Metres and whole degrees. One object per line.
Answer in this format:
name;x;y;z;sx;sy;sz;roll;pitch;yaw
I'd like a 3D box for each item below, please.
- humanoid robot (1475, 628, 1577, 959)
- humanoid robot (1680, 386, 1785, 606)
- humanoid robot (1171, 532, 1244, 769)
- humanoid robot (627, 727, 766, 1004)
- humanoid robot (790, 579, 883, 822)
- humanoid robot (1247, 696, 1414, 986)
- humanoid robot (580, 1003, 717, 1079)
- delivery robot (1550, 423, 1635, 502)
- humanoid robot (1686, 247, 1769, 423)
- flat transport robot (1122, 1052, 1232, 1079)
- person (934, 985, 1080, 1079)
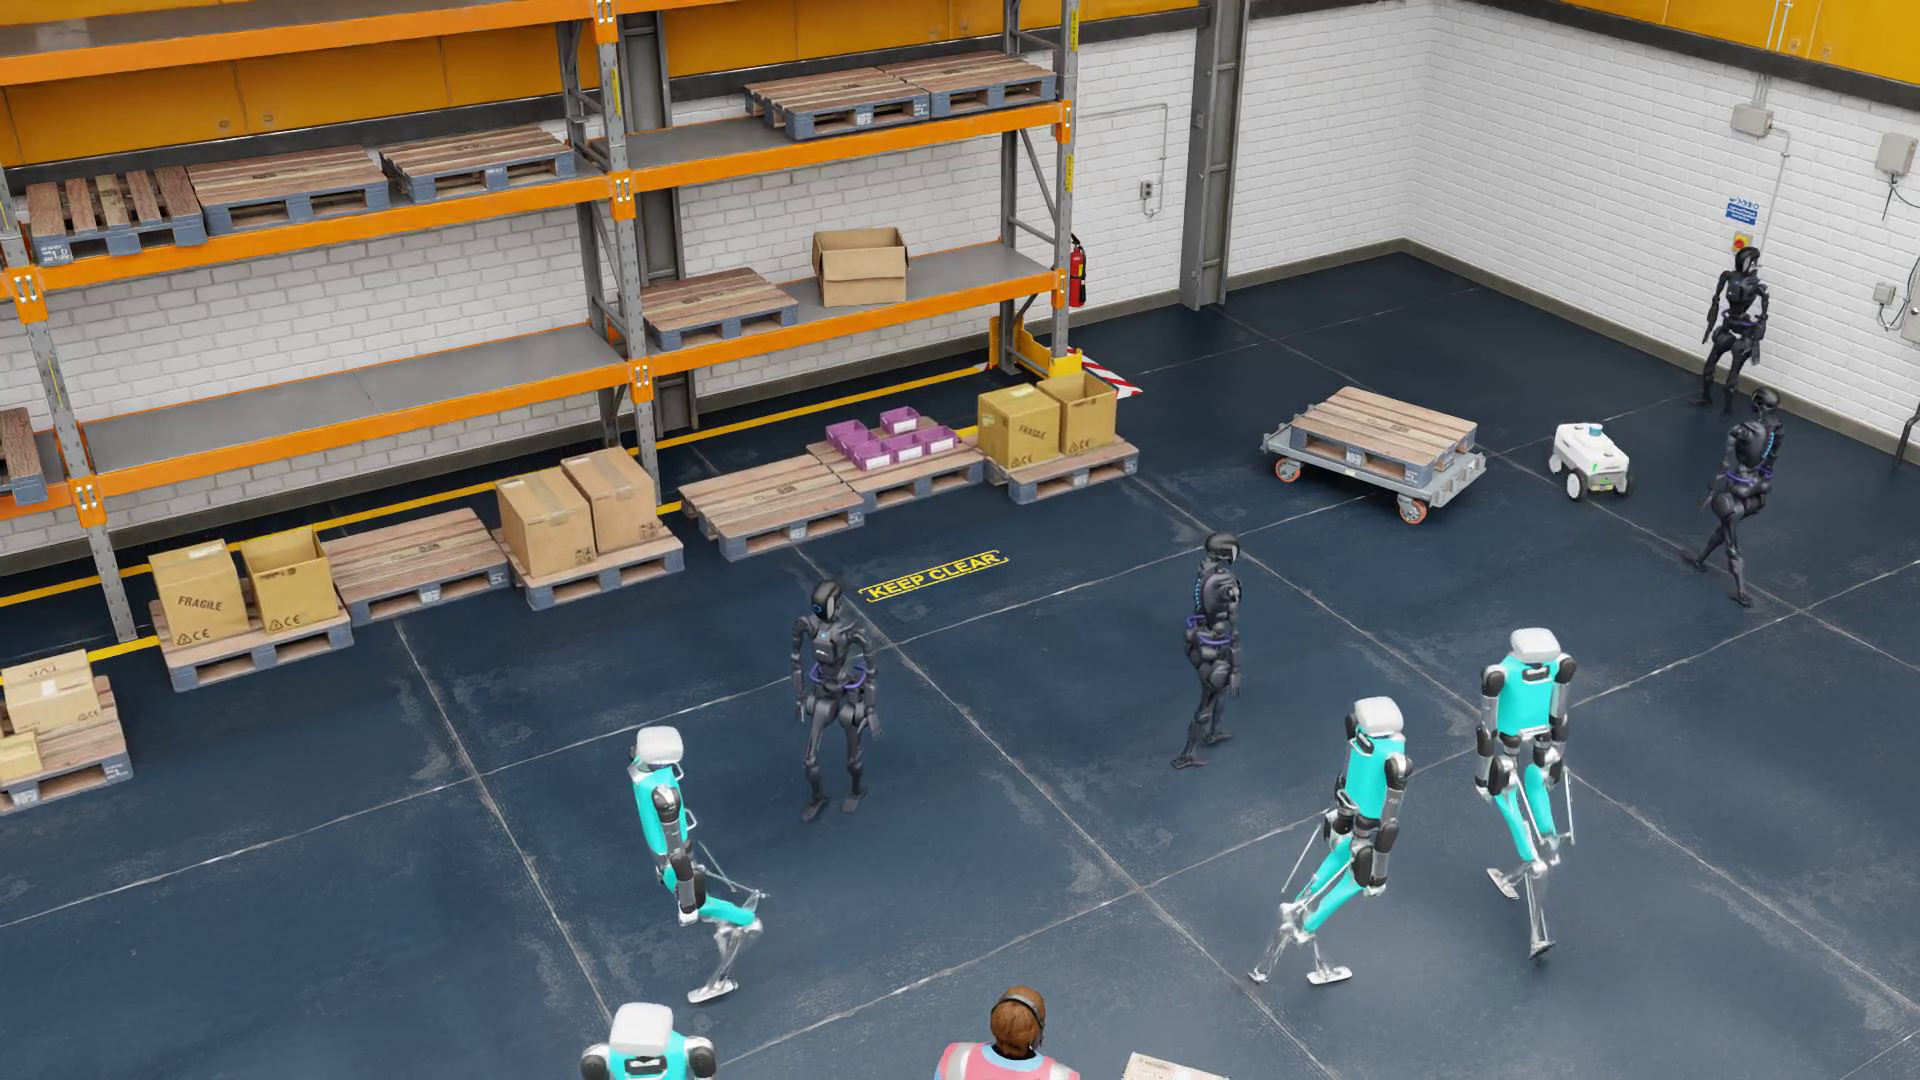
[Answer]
humanoid robot;3.150;1.430;8.991;0.559;1.820;0.894;-7;30;-11
humanoid robot;5.725;-0.371;12.254;0.588;1.626;0.786;-12;32;-20
humanoid robot;1.599;0.677;10.349;0.539;1.643;0.591;-10;31;-16
humanoid robot;-1.279;1.723;8.538;0.708;1.904;0.538;-13;32;-22
humanoid robot;-0.733;0.967;9.838;0.598;1.645;0.556;11;31;18
humanoid robot;1.834;1.680;8.612;0.797;1.877;0.556;-8;30;-13
humanoid robot;-1.200;2.714;6.680;0.546;1.795;0.713;-2;30;-4
delivery robot;5.261;-0.688;13.894;0.499;0.587;0.769;-4;30;-8
humanoid robot;6.900;-1.851;14.834;0.404;1.636;0.675;-15;33;-25
flat transport robot;1.180;3.175;7.354;0.659;0.231;1.431;10;31;18
person;0.212;2.565;6.850;0.628;1.838;0.432;8;30;14
